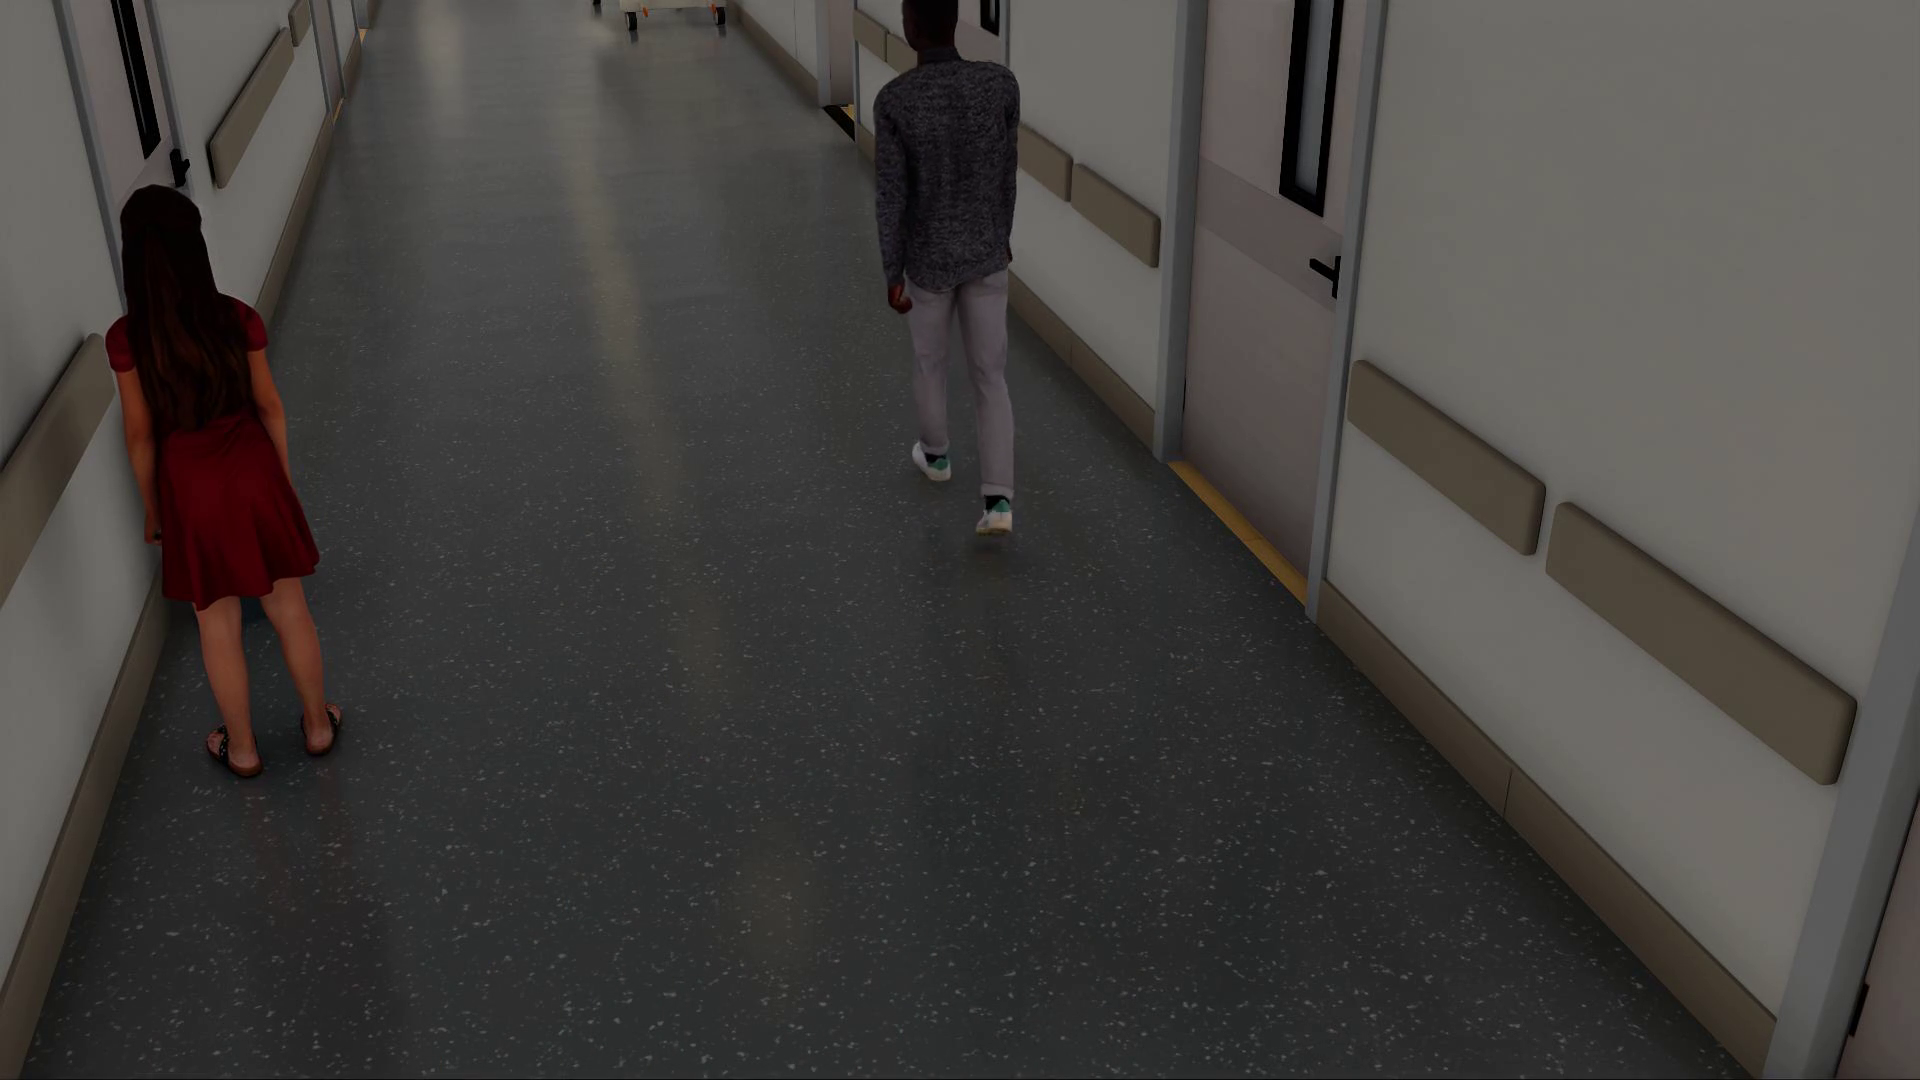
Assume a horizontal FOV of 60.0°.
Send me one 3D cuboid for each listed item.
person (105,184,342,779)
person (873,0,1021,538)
[{"bbox_3d":[-1.870,-0.126,4.204,0.612,1.553,0.678,-14,29,-27],"label":"person"},{"bbox_3d":[0.018,-0.871,5.468,1.126,1.805,0.740,-6,26,-12],"label":"person"}]
